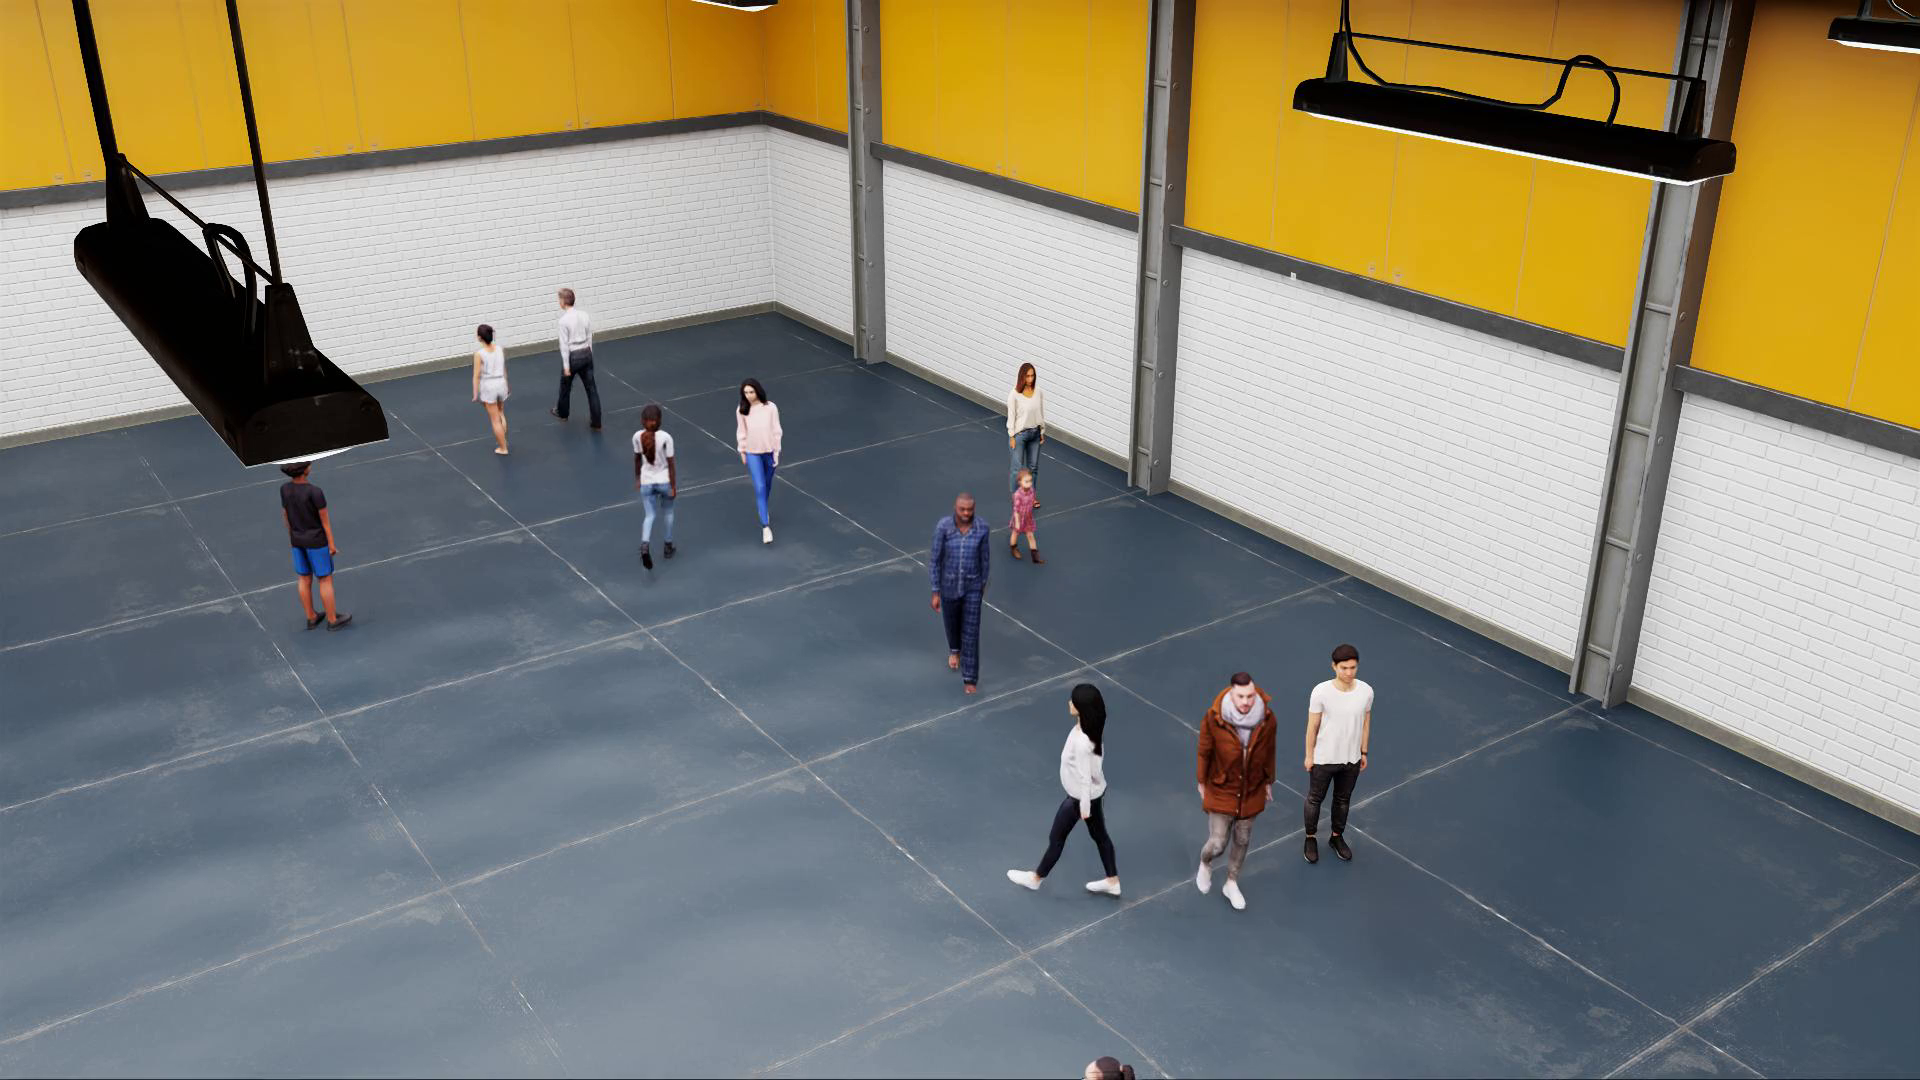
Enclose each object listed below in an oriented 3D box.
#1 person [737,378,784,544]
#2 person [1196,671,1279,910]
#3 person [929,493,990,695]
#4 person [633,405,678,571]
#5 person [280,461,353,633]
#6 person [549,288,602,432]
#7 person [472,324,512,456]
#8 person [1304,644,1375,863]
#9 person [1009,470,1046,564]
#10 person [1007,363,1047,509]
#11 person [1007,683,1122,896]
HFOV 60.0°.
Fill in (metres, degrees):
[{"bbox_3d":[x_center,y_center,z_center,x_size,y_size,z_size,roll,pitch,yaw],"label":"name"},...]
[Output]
[{"bbox_3d":[-2.100,-0.904,17.667,0.946,1.706,1.244,-4,24,-9],"label":"person"},{"bbox_3d":[1.891,1.696,11.569,0.820,1.826,0.844,-4,24,-10],"label":"person"},{"bbox_3d":[-0.008,0.394,14.612,1.115,1.776,1.291,0,24,0],"label":"person"},{"bbox_3d":[-3.089,-0.516,16.792,0.989,1.696,1.065,3,24,7],"label":"person"},{"bbox_3d":[-6.063,-0.004,15.497,0.686,1.796,0.757,5,24,12],"label":"person"},{"bbox_3d":[-4.669,-2.190,20.524,1.173,1.775,0.854,20,31,39],"label":"person"},{"bbox_3d":[-5.507,-1.773,19.790,0.690,1.598,0.660,18,29,35],"label":"person"},{"bbox_3d":[2.736,1.527,12.086,0.704,1.722,0.697,-3,24,-6],"label":"person"},{"bbox_3d":[0.626,-0.257,17.071,0.448,0.999,0.726,-14,27,-29],"label":"person"},{"bbox_3d":[0.721,-1.152,18.271,0.634,1.678,0.575,-12,26,-26],"label":"person"},{"bbox_3d":[0.952,1.782,11.572,1.118,1.666,1.022,5,24,12],"label":"person"}]
